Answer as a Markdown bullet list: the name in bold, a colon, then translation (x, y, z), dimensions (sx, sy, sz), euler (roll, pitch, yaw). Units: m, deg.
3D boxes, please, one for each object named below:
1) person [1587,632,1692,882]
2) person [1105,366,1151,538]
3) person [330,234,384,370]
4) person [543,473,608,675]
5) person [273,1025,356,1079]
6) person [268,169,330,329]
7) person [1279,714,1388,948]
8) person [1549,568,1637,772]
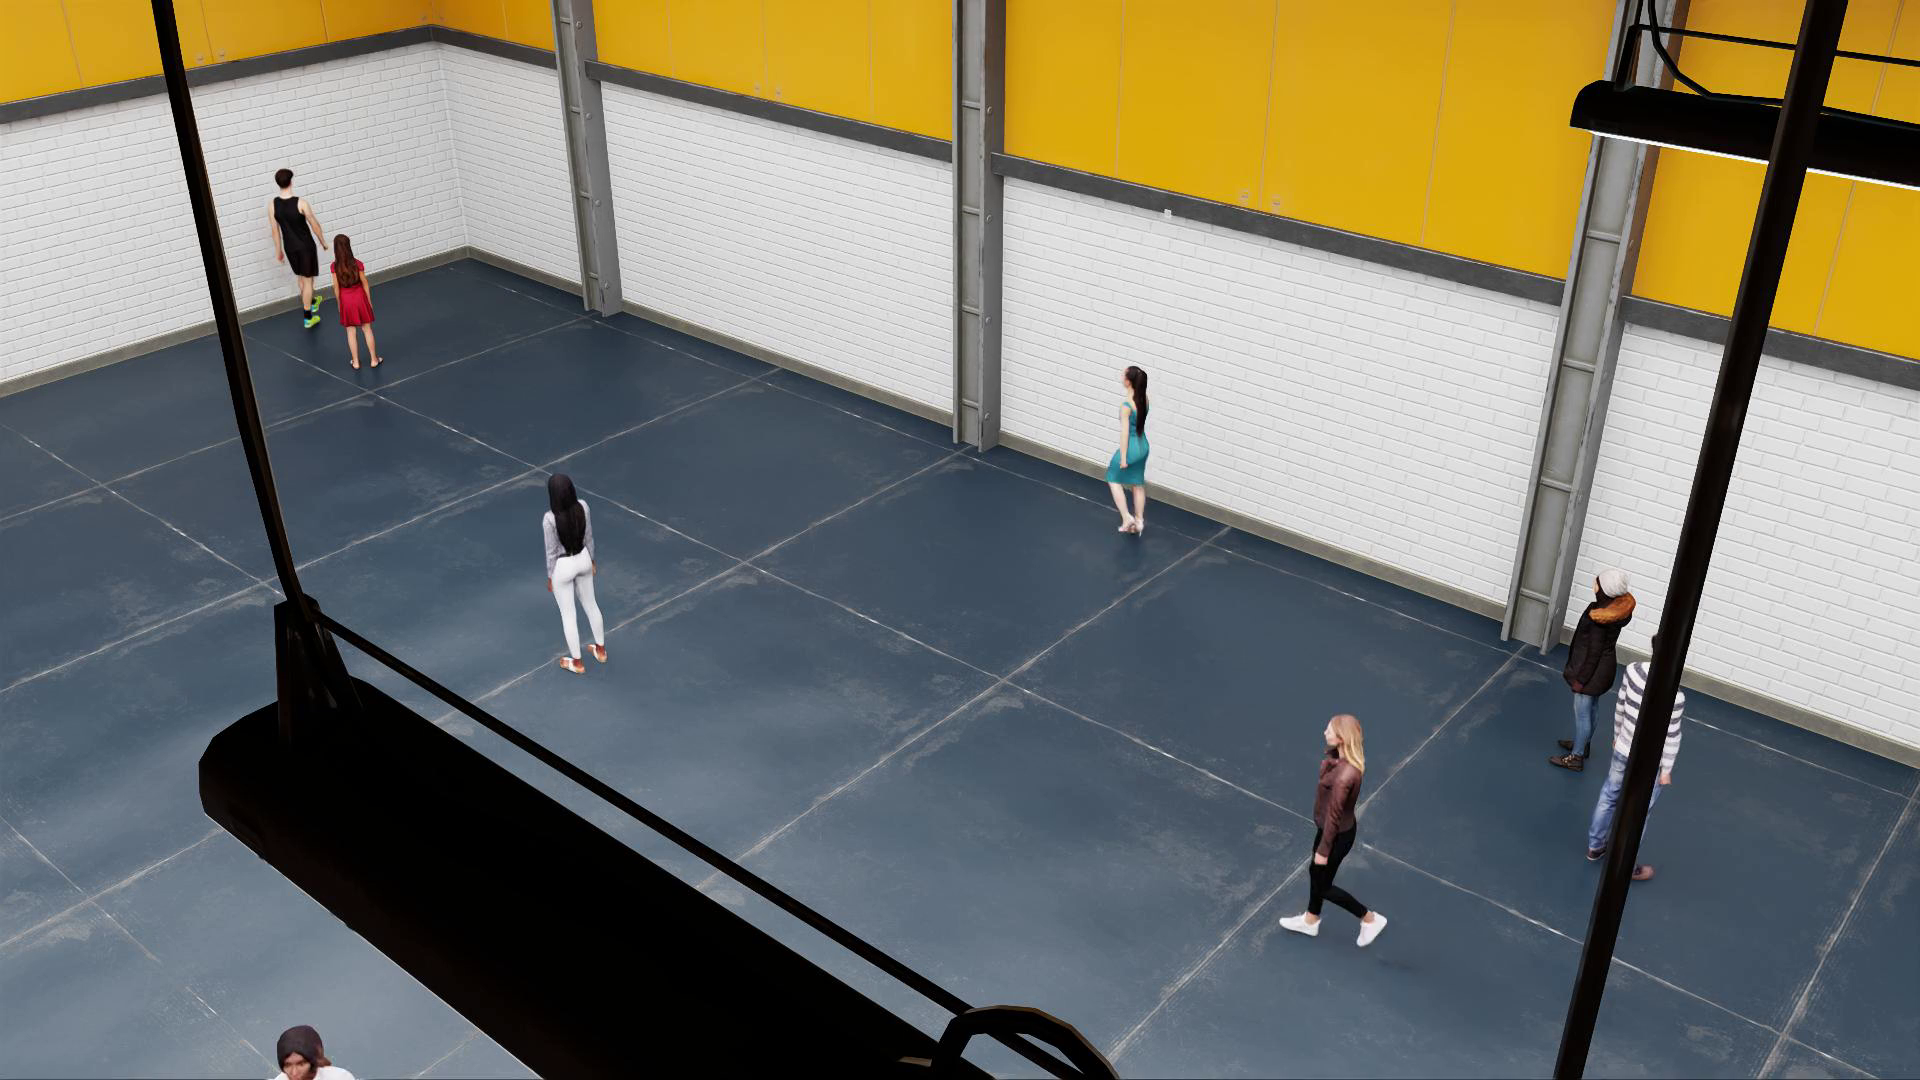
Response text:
- **person**: translation (4.472, 1.393, 10.936), dimensions (0.780, 1.850, 0.641), euler (-11, 31, -20)
- **person**: translation (1.629, -0.763, 15.075), dimensions (0.586, 1.673, 0.598), euler (-25, 37, -38)
- **person**: translation (-6.830, -2.691, 18.729), dimensions (0.671, 1.557, 0.731), euler (-8, 30, -14)
- **person**: translation (-3.078, 0.246, 13.172), dimensions (0.508, 1.724, 0.606), euler (24, 37, 37)
- **person**: translation (-3.077, 3.006, 8.142), dimensions (0.984, 1.695, 1.119), euler (-6, 29, -11)
- **person**: translation (-7.867, -3.438, 19.790), dimensions (1.095, 1.853, 1.099), euler (1, 29, 2)
- **person**: translation (2.381, 1.835, 10.291), dimensions (0.990, 1.692, 0.829), euler (8, 30, 14)
- **person**: translation (4.578, 0.923, 12.024), dimensions (0.625, 1.634, 0.644), euler (19, 34, 31)
